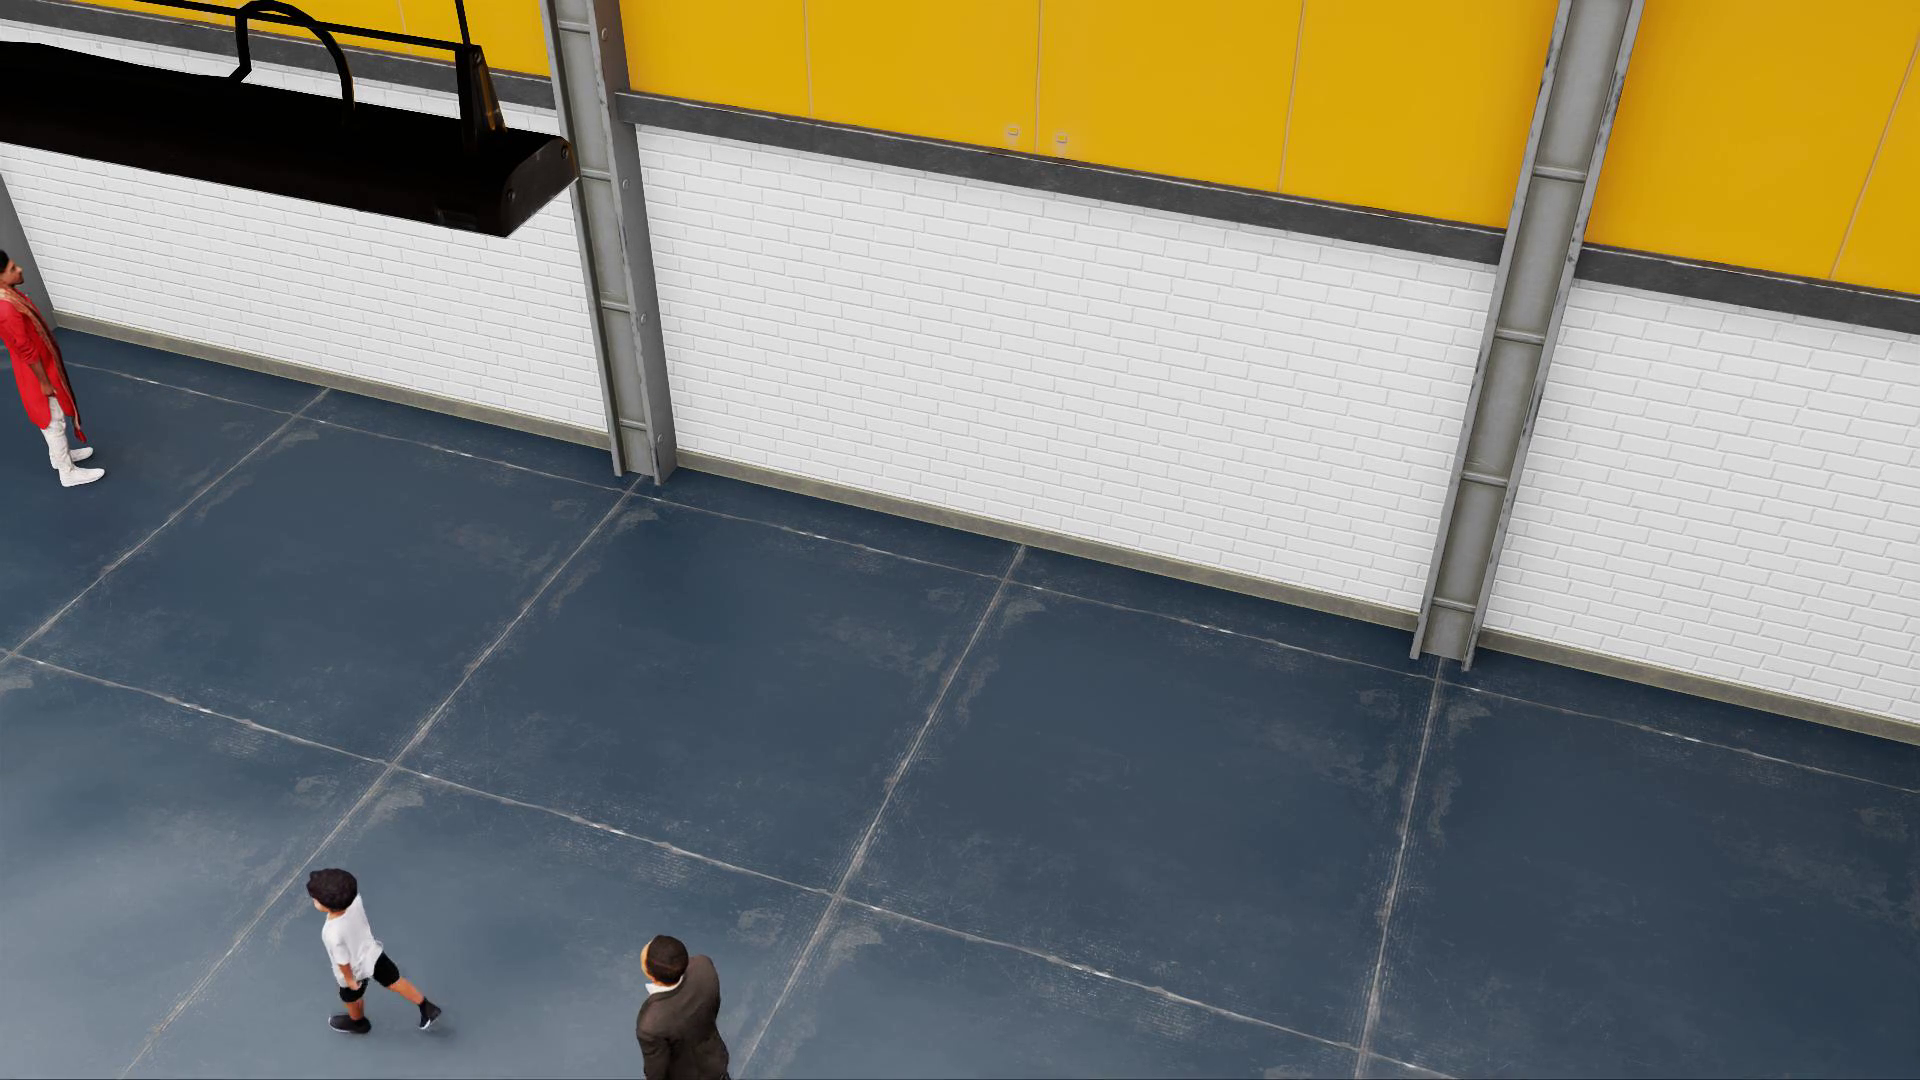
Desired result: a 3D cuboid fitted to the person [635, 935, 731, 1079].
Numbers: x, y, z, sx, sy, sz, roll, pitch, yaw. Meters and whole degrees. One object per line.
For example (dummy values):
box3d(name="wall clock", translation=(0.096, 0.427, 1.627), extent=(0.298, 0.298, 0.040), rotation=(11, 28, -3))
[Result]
box3d(name="person", translation=(-1.167, 2.432, 7.605), extent=(1.196, 1.773, 0.881), rotation=(25, 45, 28))

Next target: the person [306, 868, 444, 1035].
box3d(name="person", translation=(-2.998, 2.105, 8.437), extent=(0.863, 1.245, 0.543), rotation=(8, 39, 10))

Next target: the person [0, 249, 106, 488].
box3d(name="person", translation=(-6.778, -1.268, 12.152), extent=(0.841, 1.881, 0.748), rotation=(-22, 44, -26))
